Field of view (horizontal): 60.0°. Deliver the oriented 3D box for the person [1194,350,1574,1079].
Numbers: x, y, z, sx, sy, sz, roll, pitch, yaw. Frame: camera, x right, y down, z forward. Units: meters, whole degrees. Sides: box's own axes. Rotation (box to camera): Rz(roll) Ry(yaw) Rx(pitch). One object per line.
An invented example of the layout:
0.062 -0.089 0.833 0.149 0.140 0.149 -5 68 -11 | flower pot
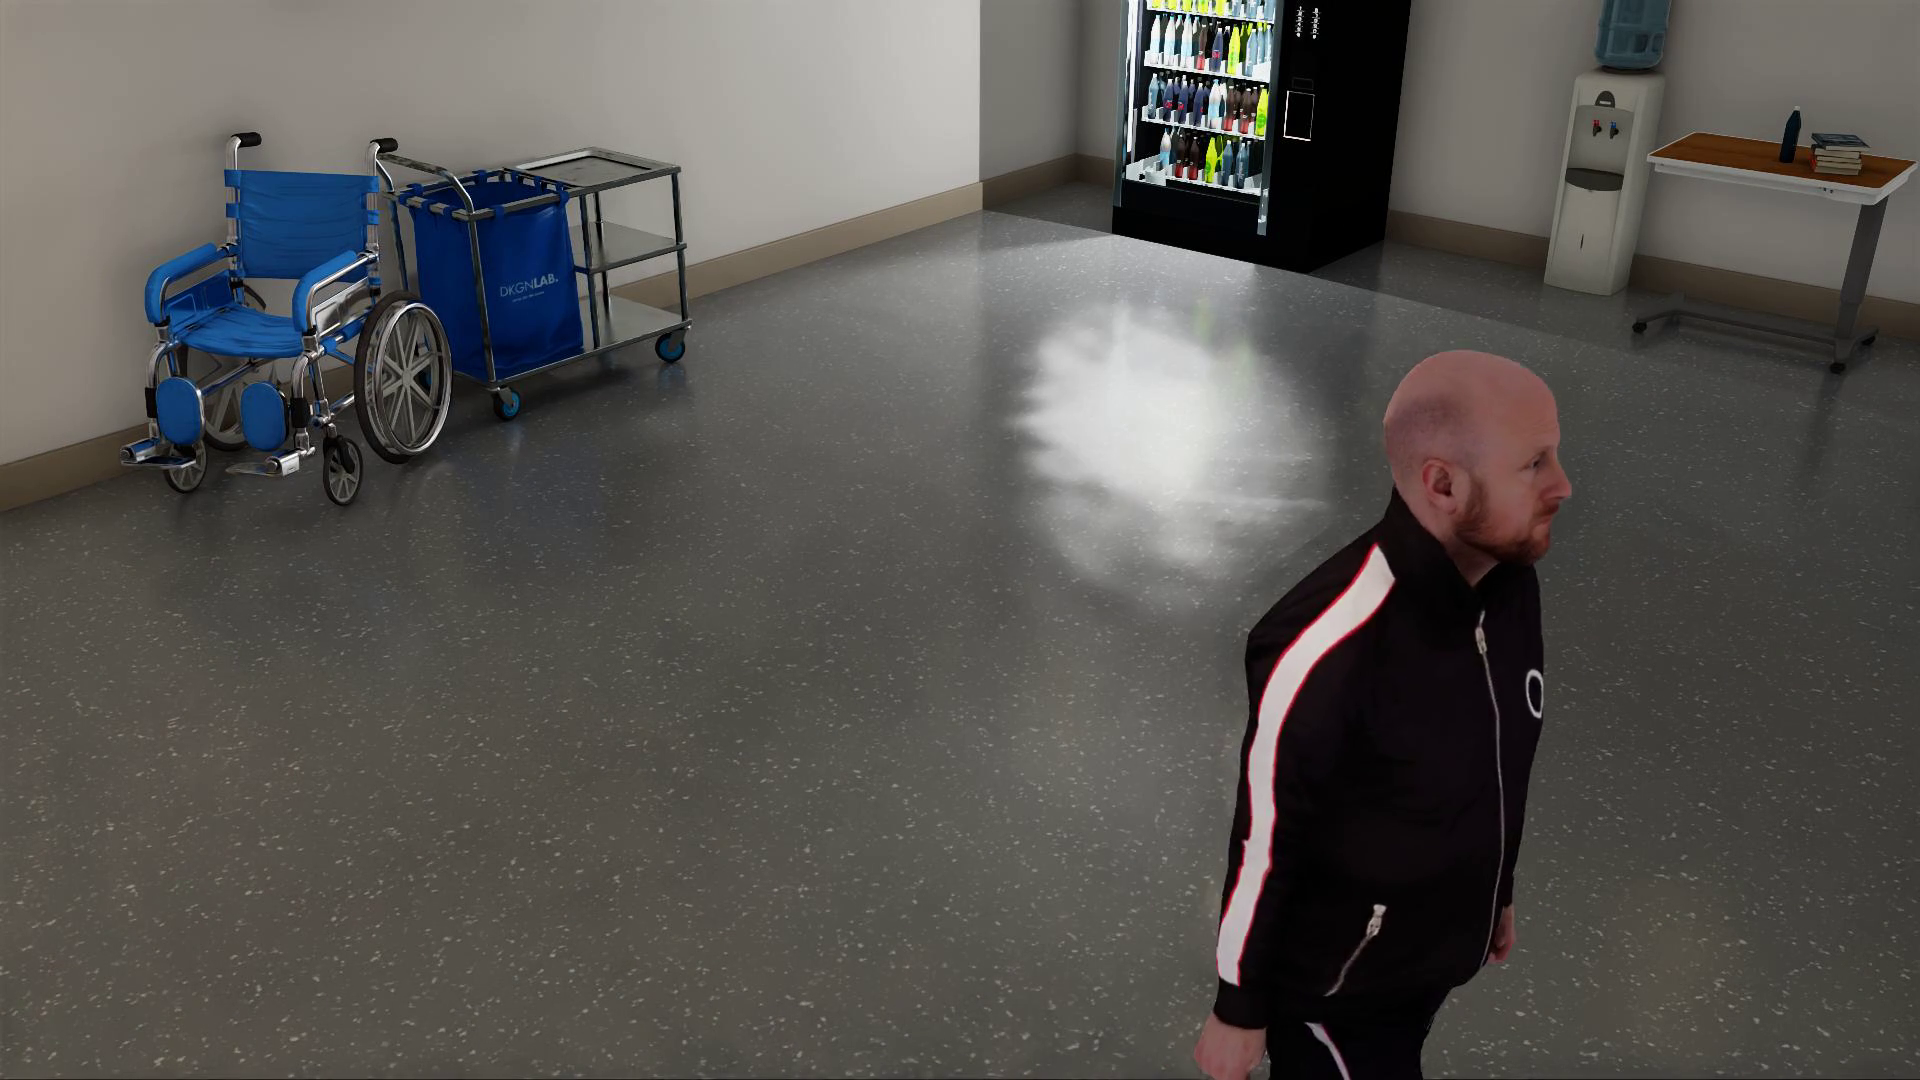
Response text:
0.466 0.584 2.364 0.797 1.809 0.705 21 33 37 | person
